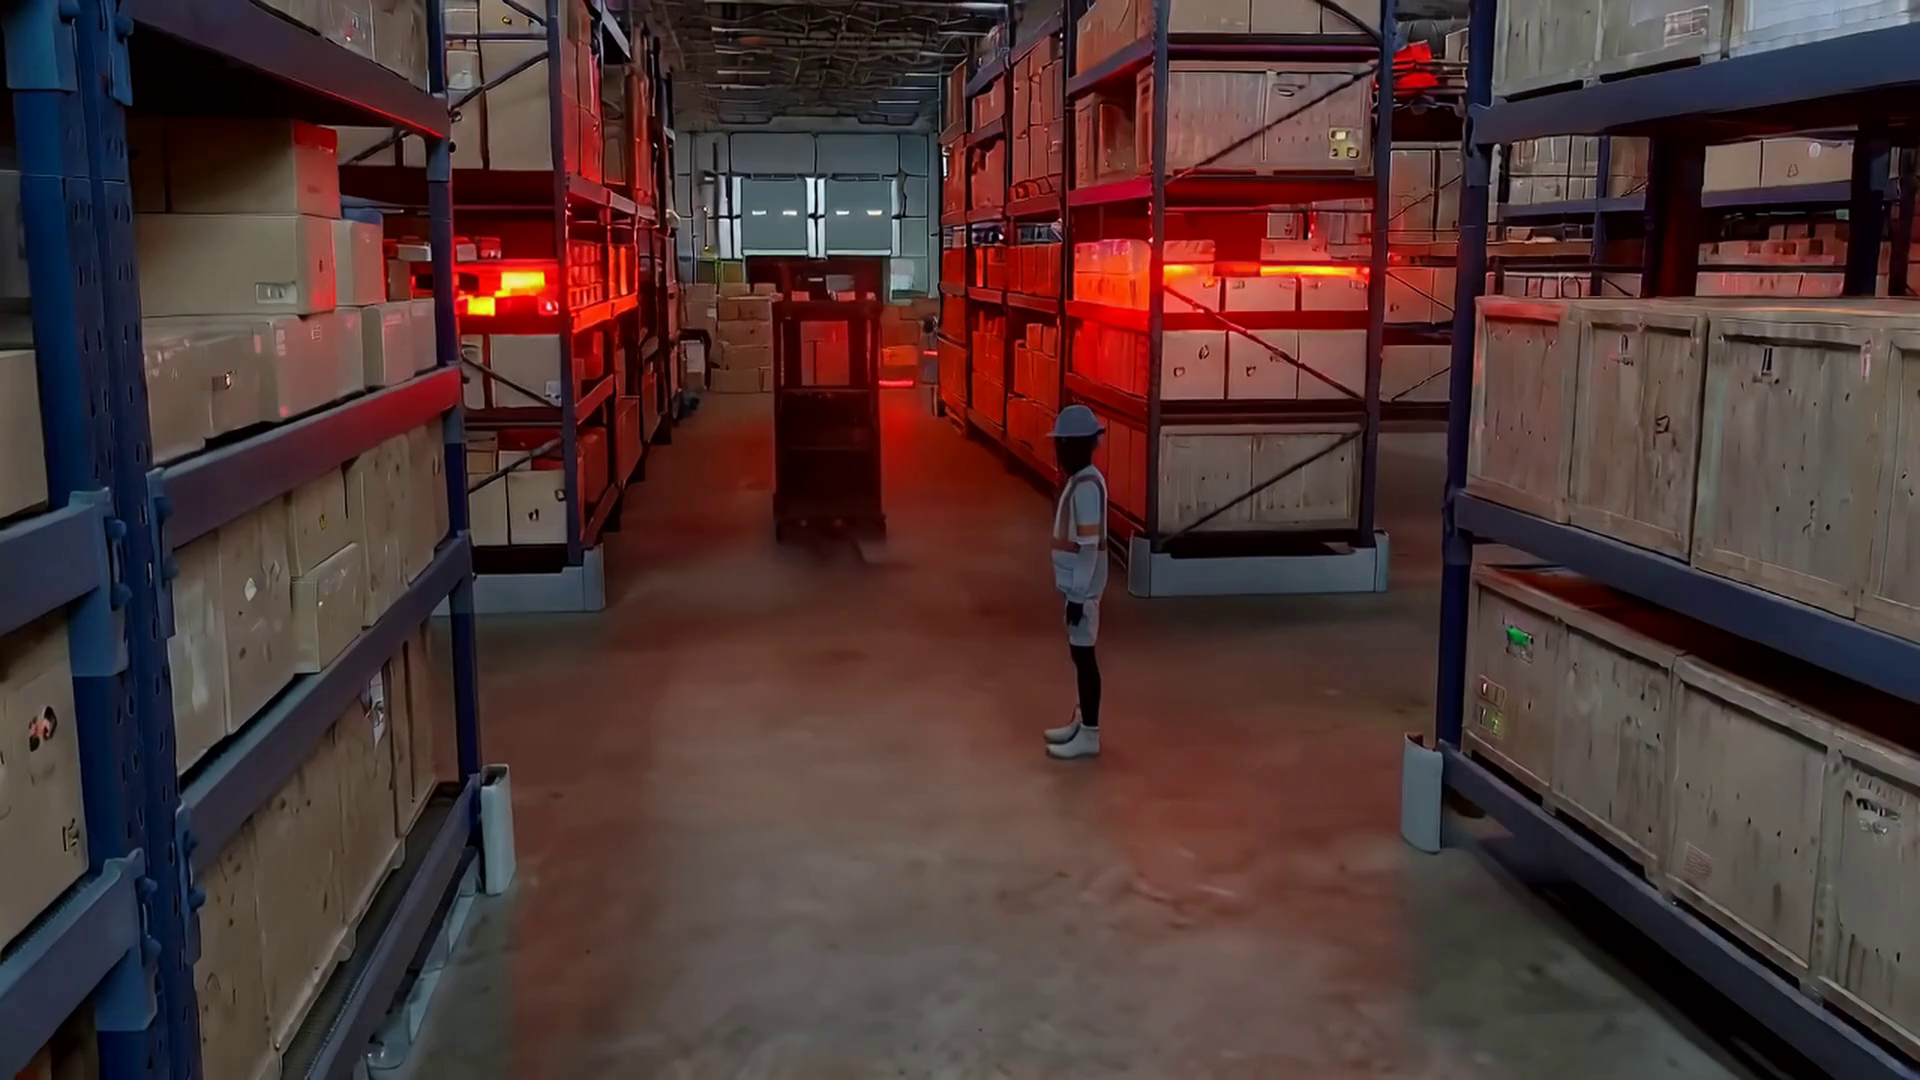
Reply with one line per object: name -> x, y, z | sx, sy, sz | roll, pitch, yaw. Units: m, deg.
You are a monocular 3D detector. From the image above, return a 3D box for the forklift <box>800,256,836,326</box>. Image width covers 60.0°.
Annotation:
forklift -> -5.119, -8.590, 58.575 | 1.129, 2.768, 1.873 | -6, 12, -33

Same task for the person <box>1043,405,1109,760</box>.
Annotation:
person -> 0.666, 0.245, 9.576 | 0.374, 2.044, 0.605 | 0, 10, 2

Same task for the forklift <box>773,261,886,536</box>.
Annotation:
forklift -> -1.427, -1.559, 17.644 | 1.129, 2.768, 1.873 | -1, 10, -7

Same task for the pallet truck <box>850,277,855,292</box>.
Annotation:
pallet truck -> -3.782, -9.391, 65.808 | 1.885, 1.965, 0.823 | 2, 10, 10

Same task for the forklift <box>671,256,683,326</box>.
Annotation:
forklift -> -11.356, -9.574, 64.303 | 1.129, 2.768, 1.873 | -1, 10, -7
